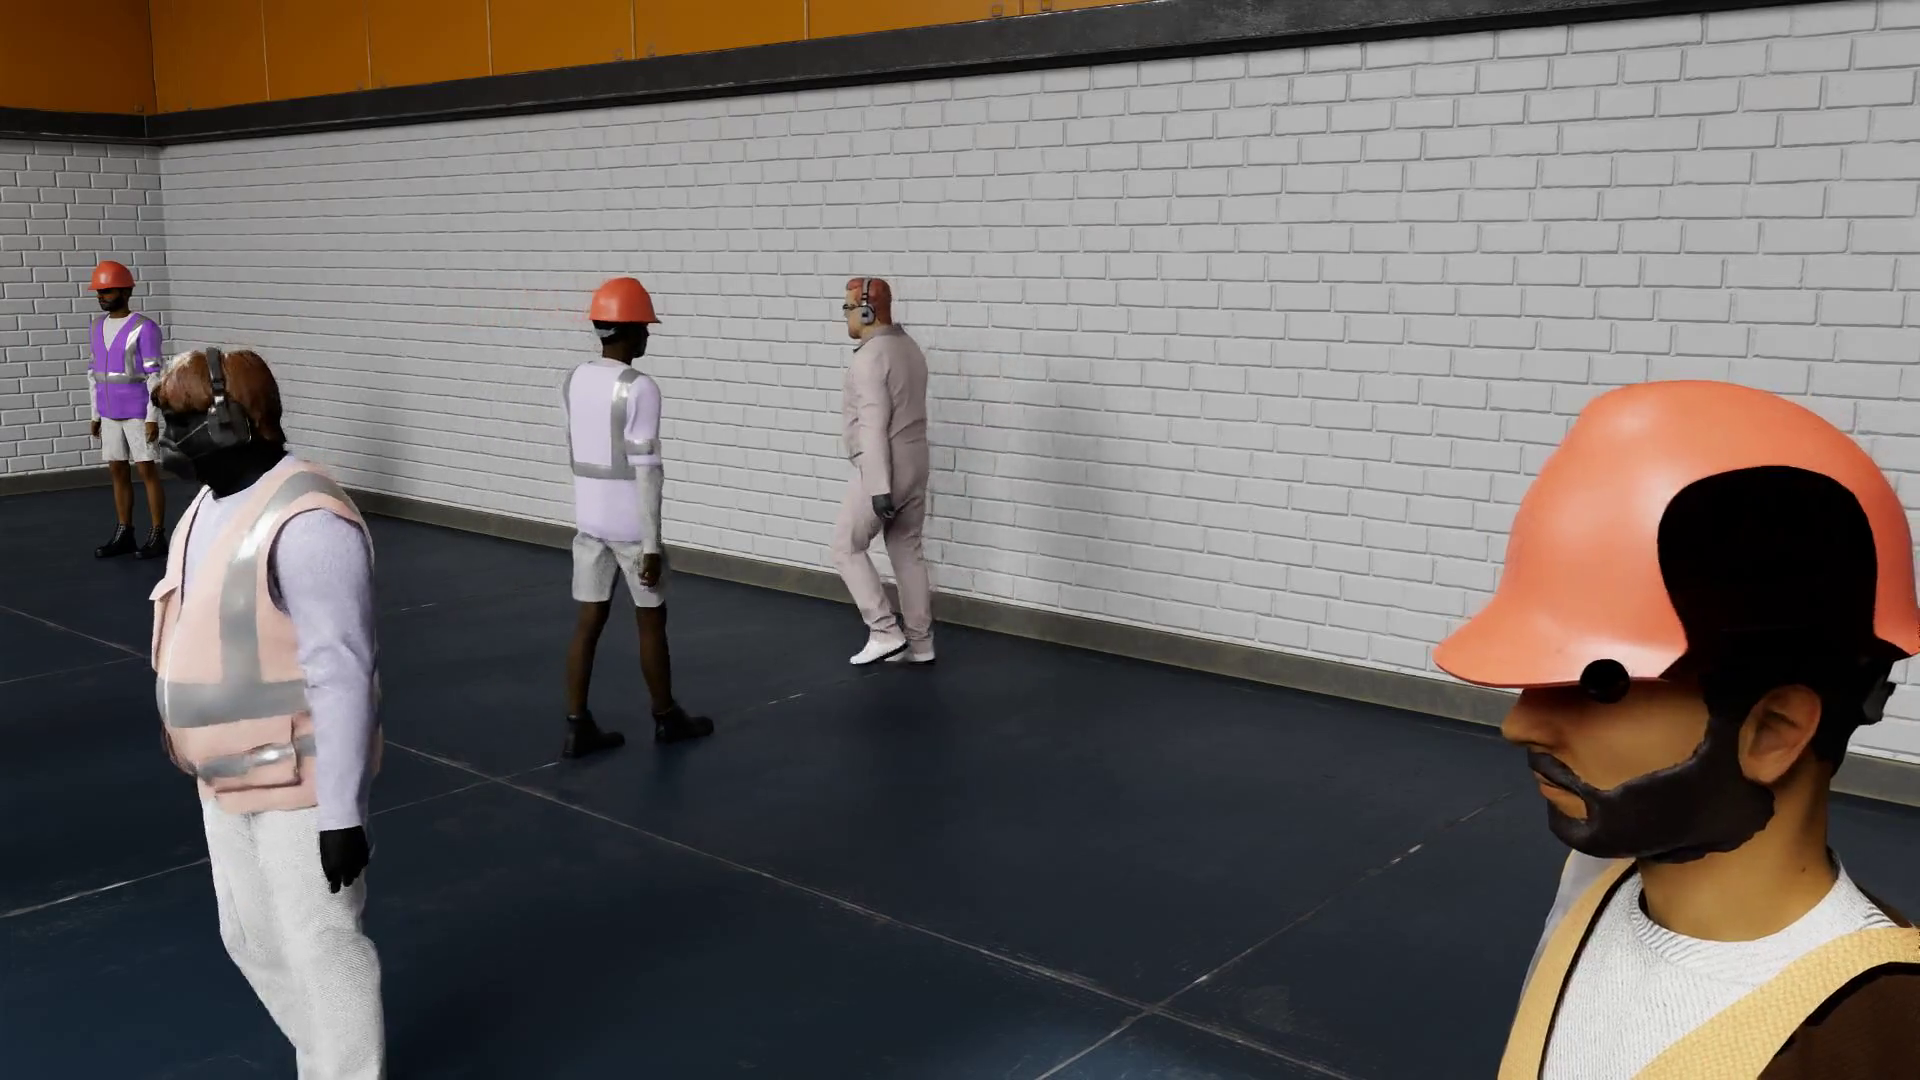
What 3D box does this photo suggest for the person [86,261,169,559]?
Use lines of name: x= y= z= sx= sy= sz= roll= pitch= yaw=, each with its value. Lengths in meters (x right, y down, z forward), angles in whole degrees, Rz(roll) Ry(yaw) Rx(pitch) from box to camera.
person: x=-5.448 y=-0.838 z=10.844 sx=0.545 sy=1.938 sz=0.356 roll=3 pitch=10 yaw=15

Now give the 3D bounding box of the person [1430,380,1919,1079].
person: x=0.498 y=0.850 z=1.239 sx=0.363 sy=1.934 sz=0.552 roll=0 pitch=10 yaw=-2

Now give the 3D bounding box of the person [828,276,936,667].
person: x=-0.358 y=-0.303 z=7.957 sx=0.517 sy=1.892 sz=0.639 roll=5 pitch=11 yaw=24

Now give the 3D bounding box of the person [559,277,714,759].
person: x=-1.340 y=-0.084 z=6.664 sx=0.558 sy=1.936 sz=0.539 roll=7 pitch=12 yaw=36

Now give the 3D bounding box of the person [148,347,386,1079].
person: x=-1.433 y=0.511 z=3.571 sx=0.679 sy=1.828 sz=0.510 roll=9 pitch=14 yaw=42
